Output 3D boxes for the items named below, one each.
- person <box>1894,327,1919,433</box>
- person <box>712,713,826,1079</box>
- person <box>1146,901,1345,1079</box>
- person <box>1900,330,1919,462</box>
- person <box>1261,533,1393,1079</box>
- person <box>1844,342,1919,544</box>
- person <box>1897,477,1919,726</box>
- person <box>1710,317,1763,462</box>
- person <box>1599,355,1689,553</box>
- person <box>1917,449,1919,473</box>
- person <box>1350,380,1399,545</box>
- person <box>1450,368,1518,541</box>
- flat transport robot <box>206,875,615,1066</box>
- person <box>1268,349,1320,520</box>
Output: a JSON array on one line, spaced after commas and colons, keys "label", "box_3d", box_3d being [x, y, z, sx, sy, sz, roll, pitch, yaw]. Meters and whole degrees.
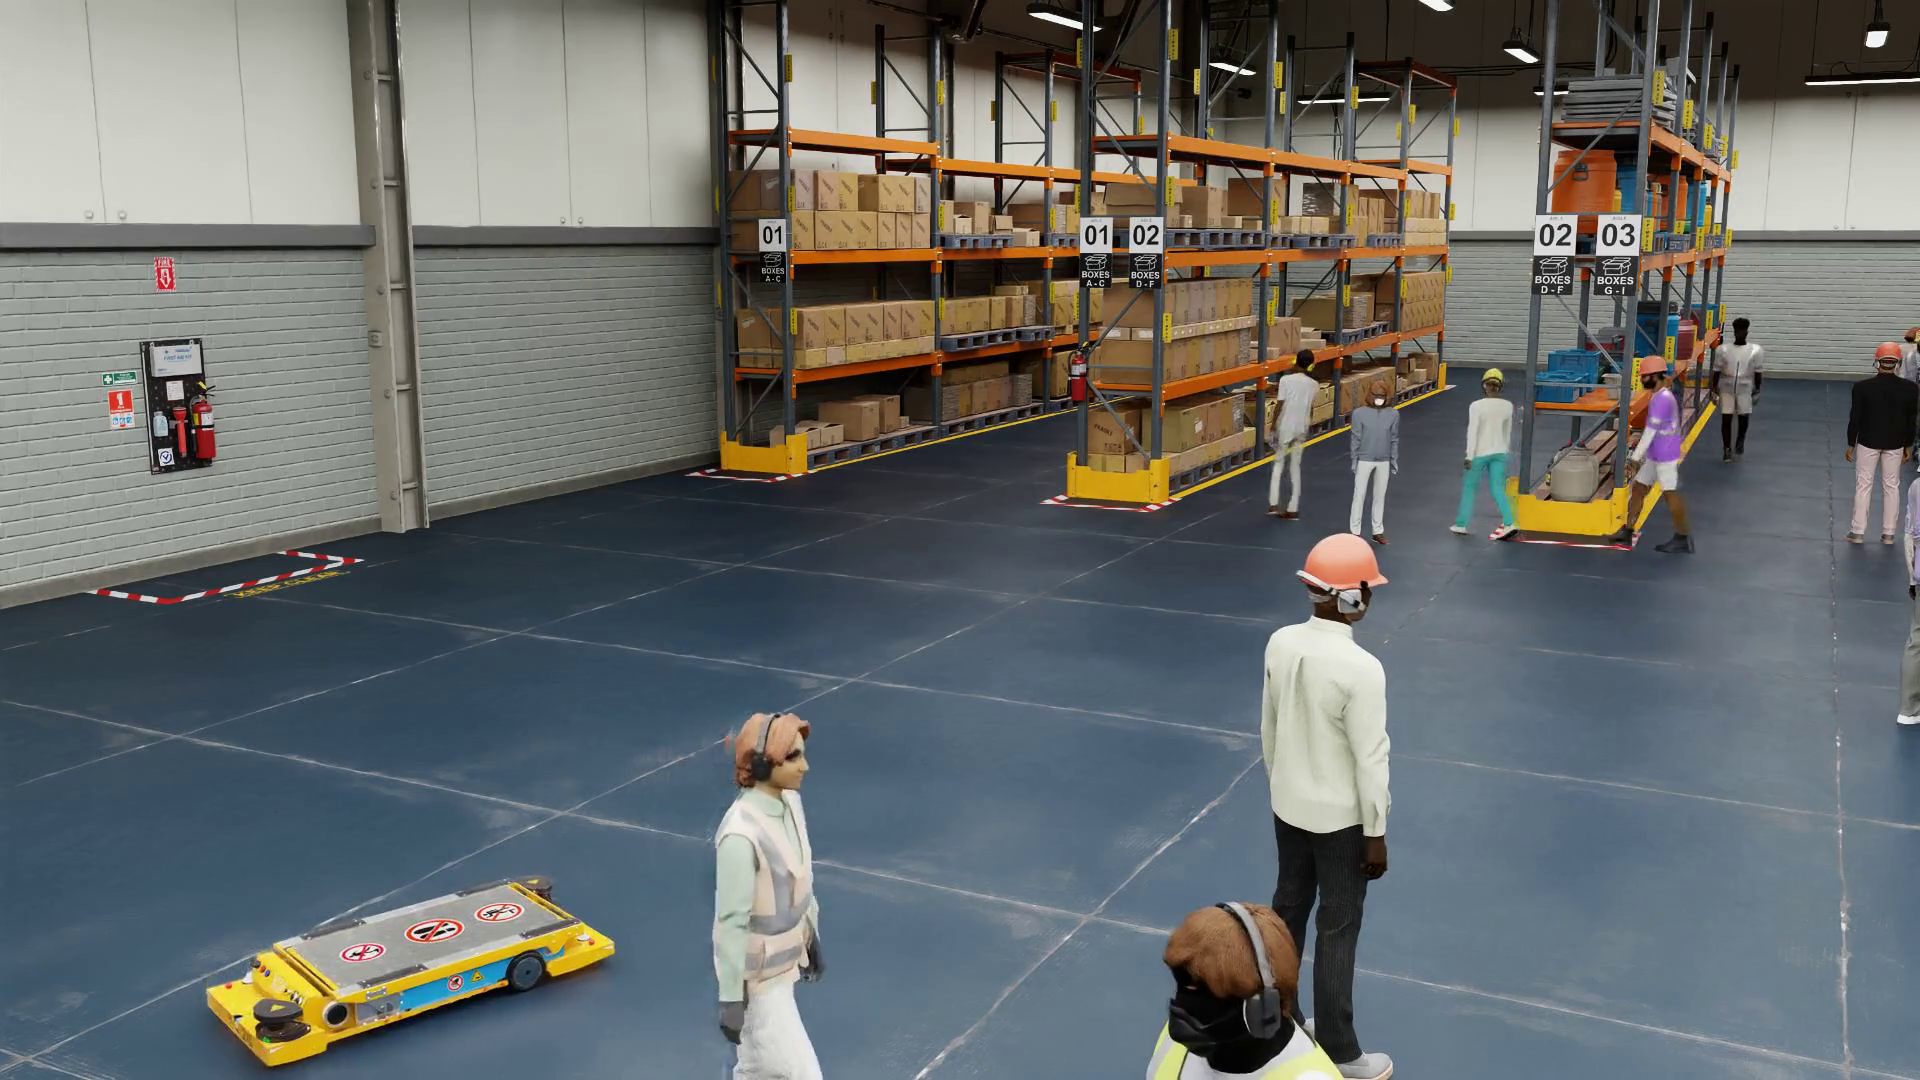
[{"label": "person", "box_3d": [14.658, -2.468, 25.656, 0.278, 1.633, 0.499, -7, 12, -33]}, {"label": "person", "box_3d": [-0.533, 1.313, 5.039, 0.456, 1.619, 0.546, 2, 11, 10]}, {"label": "person", "box_3d": [0.516, 1.558, 3.167, 0.429, 1.835, 0.630, -3, 11, -17]}, {"label": "person", "box_3d": [12.949, -1.955, 22.377, 0.511, 1.811, 0.633, -8, 13, -36]}, {"label": "person", "box_3d": [1.322, 0.960, 5.976, 0.382, 1.995, 0.612, -6, 12, -28]}, {"label": "person", "box_3d": [9.065, -0.949, 16.391, 0.612, 1.995, 0.382, 2, 11, 13]}, {"label": "person", "box_3d": [6.001, 0.236, 10.108, 0.362, 1.928, 0.587, -3, 11, -15]}, {"label": "person", "box_3d": [10.422, -2.021, 22.350, 0.614, 1.949, 0.481, 5, 11, 25]}, {"label": "person", "box_3d": [6.619, -0.817, 15.971, 0.930, 1.883, 0.553, 3, 11, 18]}, {"label": "person", "box_3d": [12.551, -1.723, 21.232, 0.524, 1.769, 0.316, 4, 11, 19]}, {"label": "person", "box_3d": [4.067, -0.759, 16.336, 0.498, 1.633, 0.280, -1, 10, -8]}, {"label": "person", "box_3d": [5.319, -0.862, 16.680, 0.558, 1.716, 0.829, -4, 11, -19]}, {"label": "flat transport robot", "box_3d": [-2.189, 1.690, 6.703, 1.431, 0.197, 0.652, -9, 14, -41]}, {"label": "person", "box_3d": [3.566, -1.137, 17.906, 0.610, 1.819, 0.610, -2, 11, -9]}]
